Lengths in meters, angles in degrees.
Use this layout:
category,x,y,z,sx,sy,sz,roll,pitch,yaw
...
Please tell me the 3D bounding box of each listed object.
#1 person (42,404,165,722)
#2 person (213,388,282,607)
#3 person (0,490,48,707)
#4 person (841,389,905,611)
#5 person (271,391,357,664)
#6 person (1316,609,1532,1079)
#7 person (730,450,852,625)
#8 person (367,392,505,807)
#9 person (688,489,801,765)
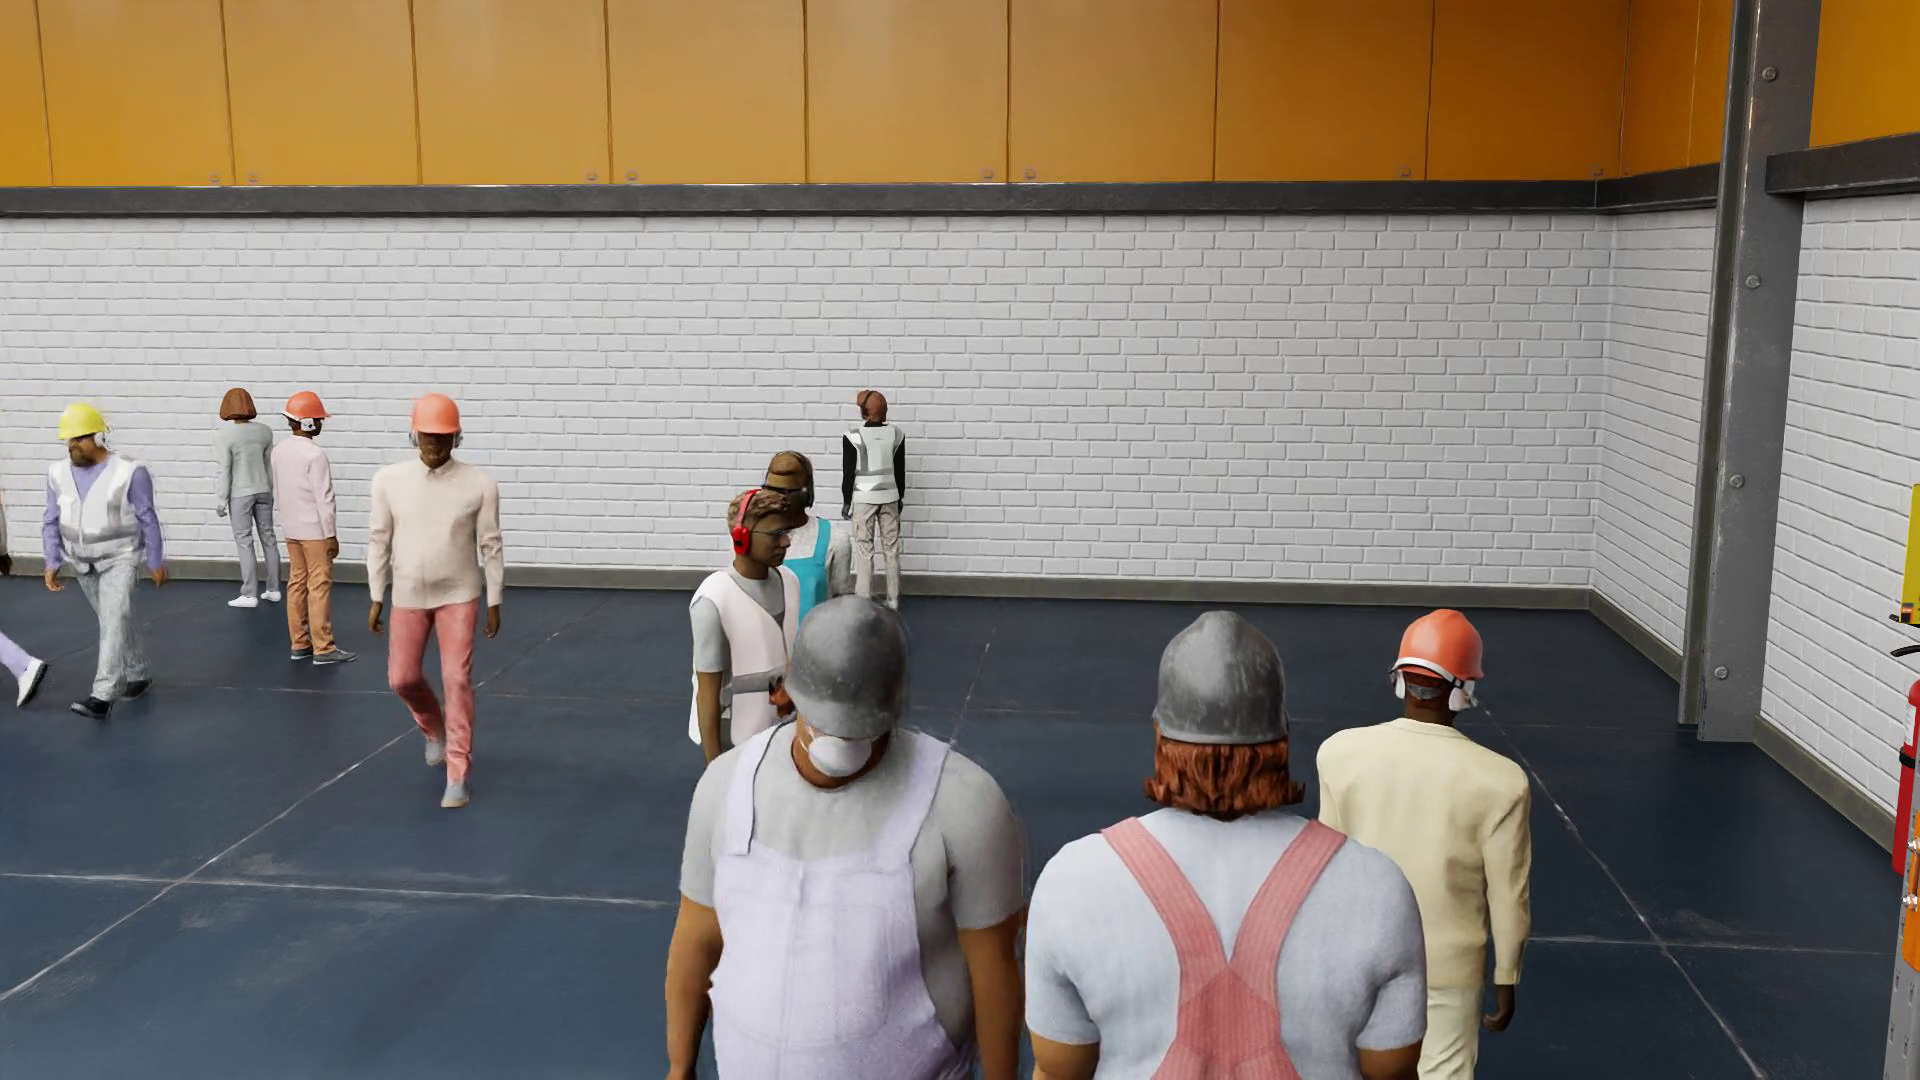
category,x,y,z,sx,sy,sz,roll,pitch,yaw
person,-4.909,0.123,9.463,0.600,1.777,0.931,1,10,5
person,-5.309,-0.316,12.381,0.286,1.633,0.501,5,11,29
person,-5.682,0.046,9.583,0.760,1.899,0.598,0,10,2
person,-0.626,-0.275,12.123,0.515,1.645,0.308,-6,11,-30
person,-4.164,-0.080,10.688,0.572,1.751,0.329,8,12,37
person,1.194,1.039,4.313,0.558,1.743,0.346,6,12,31
person,-0.694,0.540,6.885,0.508,1.842,0.336,0,10,1
person,-2.537,0.261,8.089,0.655,1.976,0.733,-1,10,-6
person,-0.751,0.724,5.862,0.386,1.837,0.563,5,11,25
